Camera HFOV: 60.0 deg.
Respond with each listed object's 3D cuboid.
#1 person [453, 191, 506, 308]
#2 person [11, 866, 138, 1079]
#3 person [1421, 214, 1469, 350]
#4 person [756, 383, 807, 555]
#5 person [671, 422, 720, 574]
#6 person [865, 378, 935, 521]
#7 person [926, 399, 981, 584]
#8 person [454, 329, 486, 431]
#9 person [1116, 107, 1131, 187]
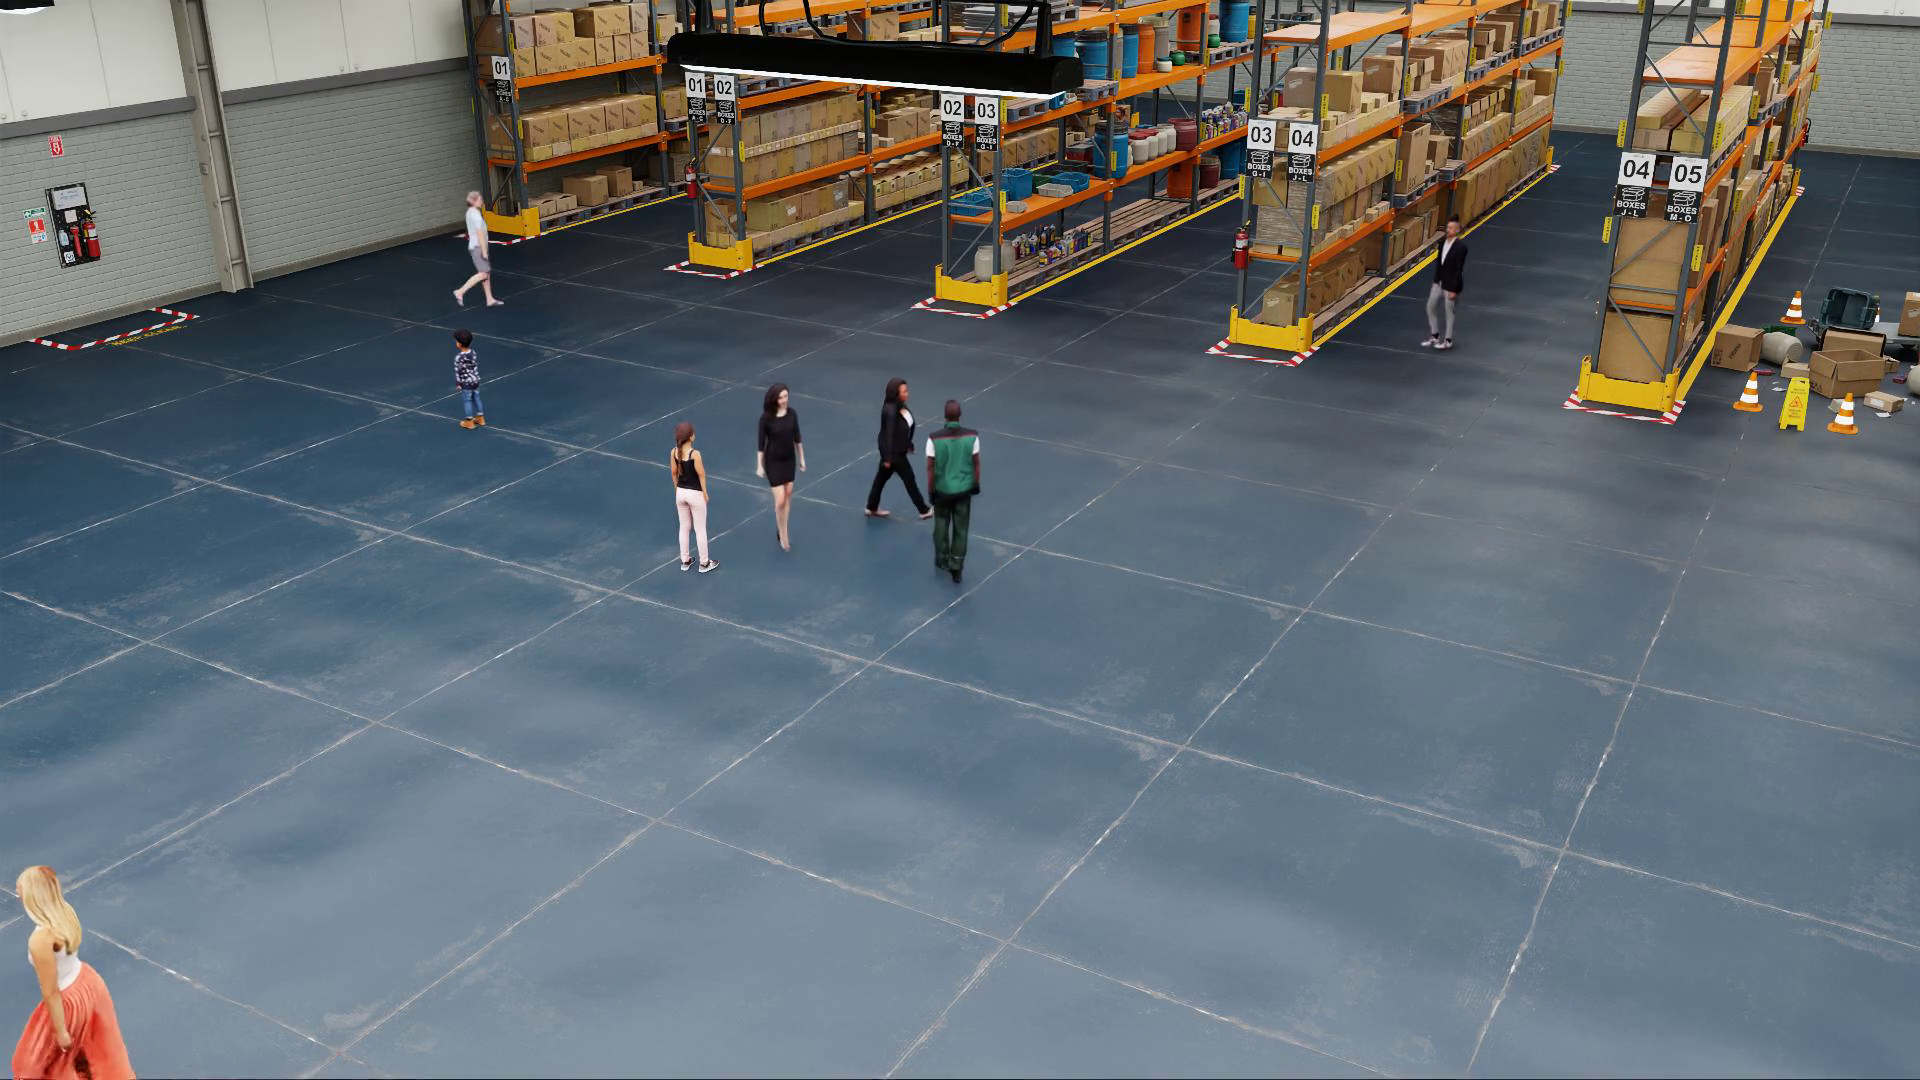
[{"bbox_3d":[-7.505,-4.447,25.640,1.116,1.809,0.992,-10,25,-23],"label":"person"},{"bbox_3d":[-4.793,2.575,9.159,0.982,1.784,0.951,-2,23,-5],"label":"person"},{"bbox_3d":[7.017,-3.673,23.650,0.898,1.942,0.873,-11,26,-25],"label":"person"},{"bbox_3d":[-1.873,-0.769,17.017,0.732,1.789,0.821,-16,28,-33],"label":"person"},{"bbox_3d":[-2.673,-0.436,16.518,0.548,1.566,0.546,9,25,20],"label":"person"},{"bbox_3d":[-0.783,-0.932,17.684,1.039,1.565,1.117,0,23,1],"label":"person"},{"bbox_3d":[-0.048,-0.447,16.218,0.869,1.820,0.922,-1,23,-3],"label":"person"},{"bbox_3d":[-6.090,-2.001,20.603,0.567,1.250,0.443,15,28,32],"label":"person"},{"bbox_3d":[3.368,-8.236,34.790,0.620,1.620,0.623,-17,28,-34],"label":"person"}]
